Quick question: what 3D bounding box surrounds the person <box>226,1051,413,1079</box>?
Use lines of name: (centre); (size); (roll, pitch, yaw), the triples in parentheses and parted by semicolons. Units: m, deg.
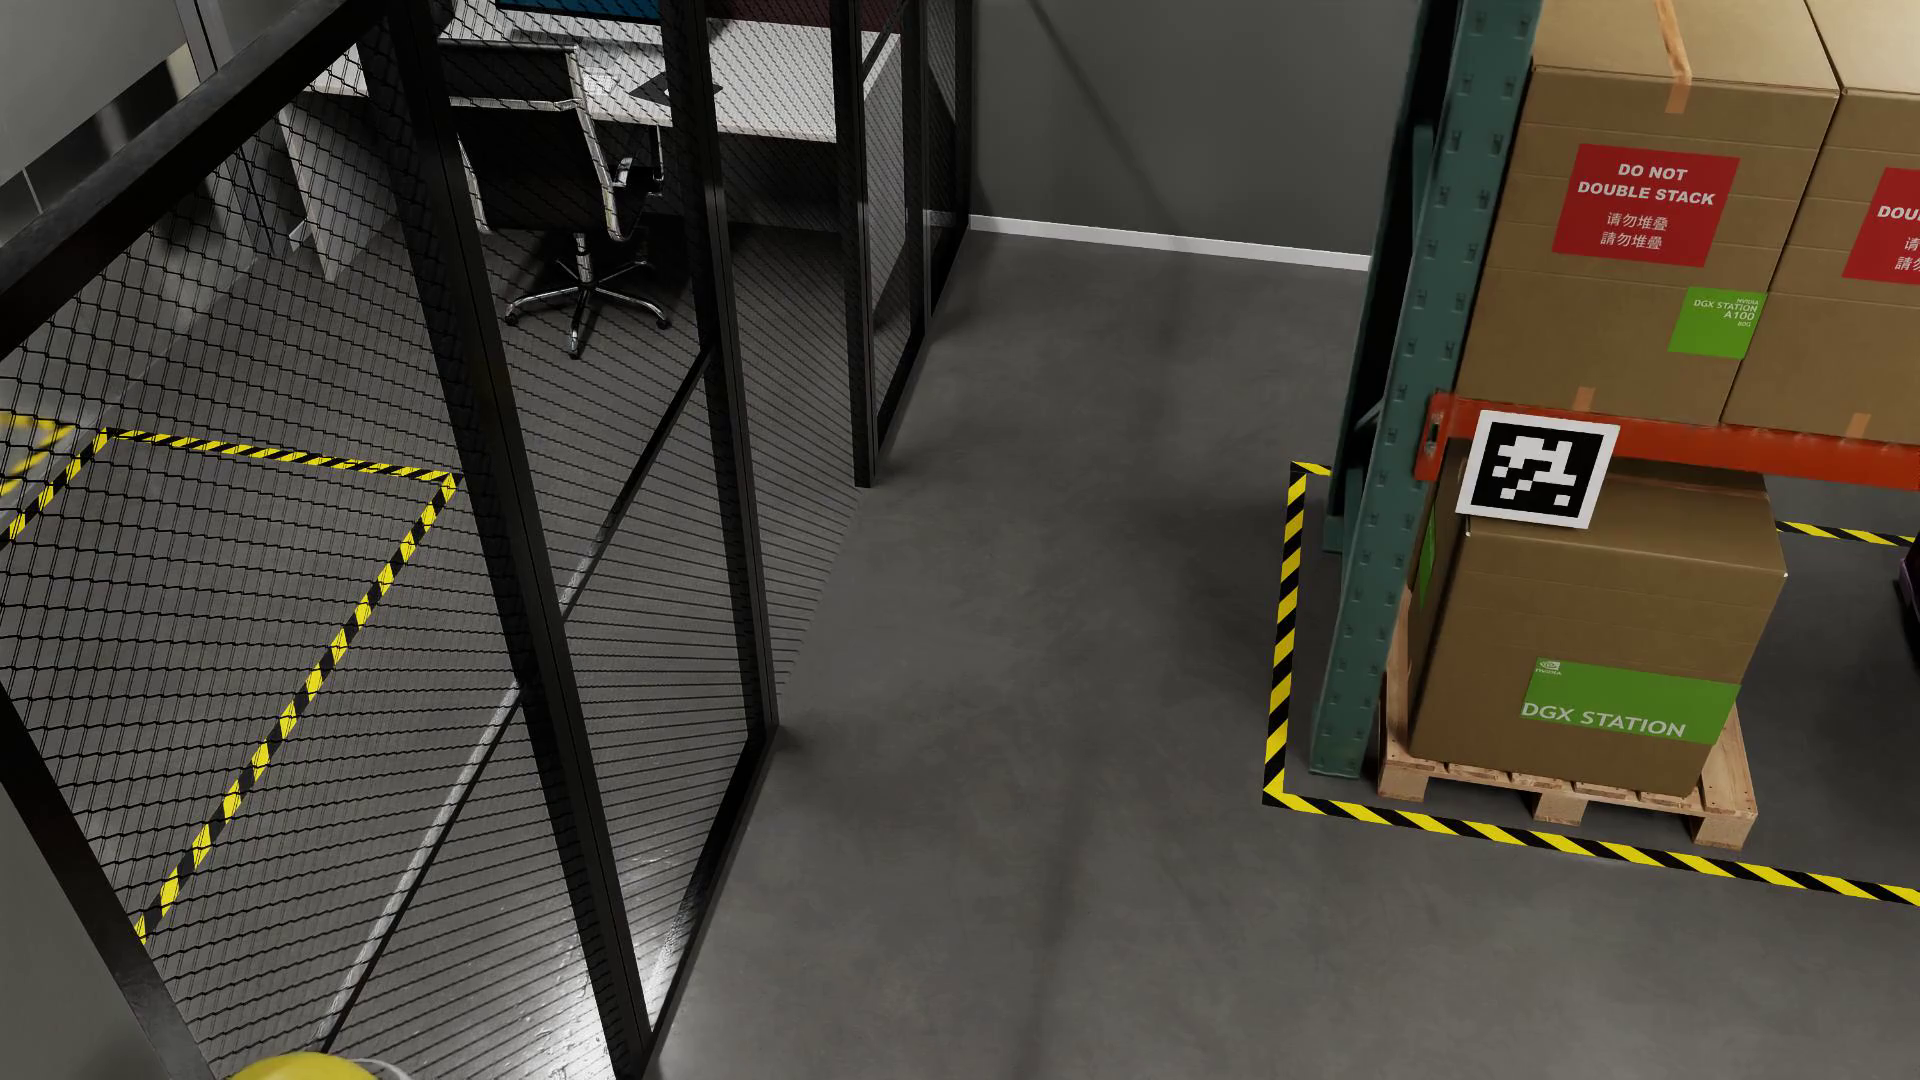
person: (-0.672, 1.225, 2.165); (0.587, 1.835, 0.403); (13, 43, 15)
